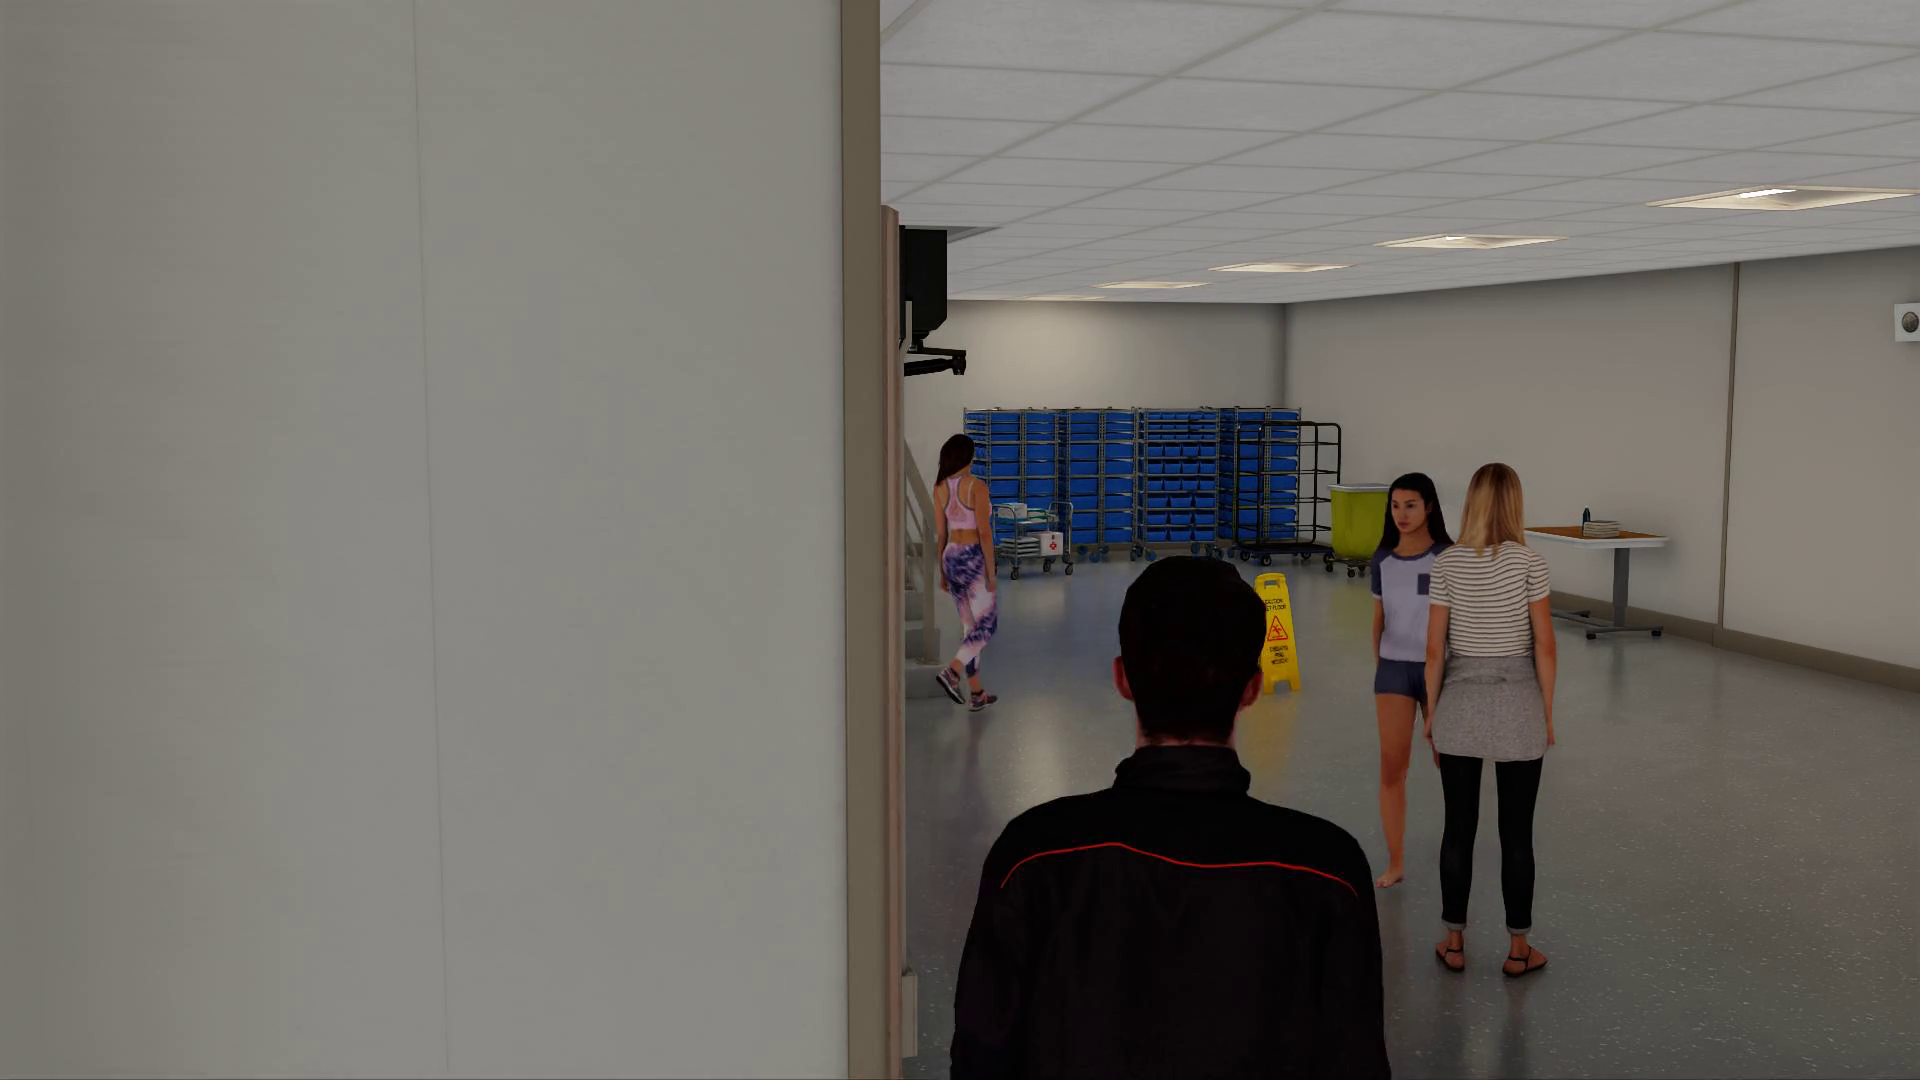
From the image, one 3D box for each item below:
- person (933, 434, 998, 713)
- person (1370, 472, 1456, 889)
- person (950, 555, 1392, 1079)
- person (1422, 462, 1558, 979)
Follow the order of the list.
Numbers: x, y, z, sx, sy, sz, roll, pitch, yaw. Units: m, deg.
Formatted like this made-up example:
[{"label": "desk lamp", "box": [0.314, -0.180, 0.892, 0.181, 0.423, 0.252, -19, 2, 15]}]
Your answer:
[{"label": "person", "box": [-0.008, 0.230, 10.376, 0.915, 1.743, 0.953, 5, 8, 40]}, {"label": "person", "box": [1.981, 0.582, 7.042, 1.072, 1.710, 1.105, 3, 7, 30]}, {"label": "person", "box": [0.235, 1.008, 2.009, 0.923, 1.869, 1.289, 0, 6, 1]}, {"label": "person", "box": [1.888, 0.635, 5.933, 0.687, 1.826, 0.726, 3, 6, 24]}]
